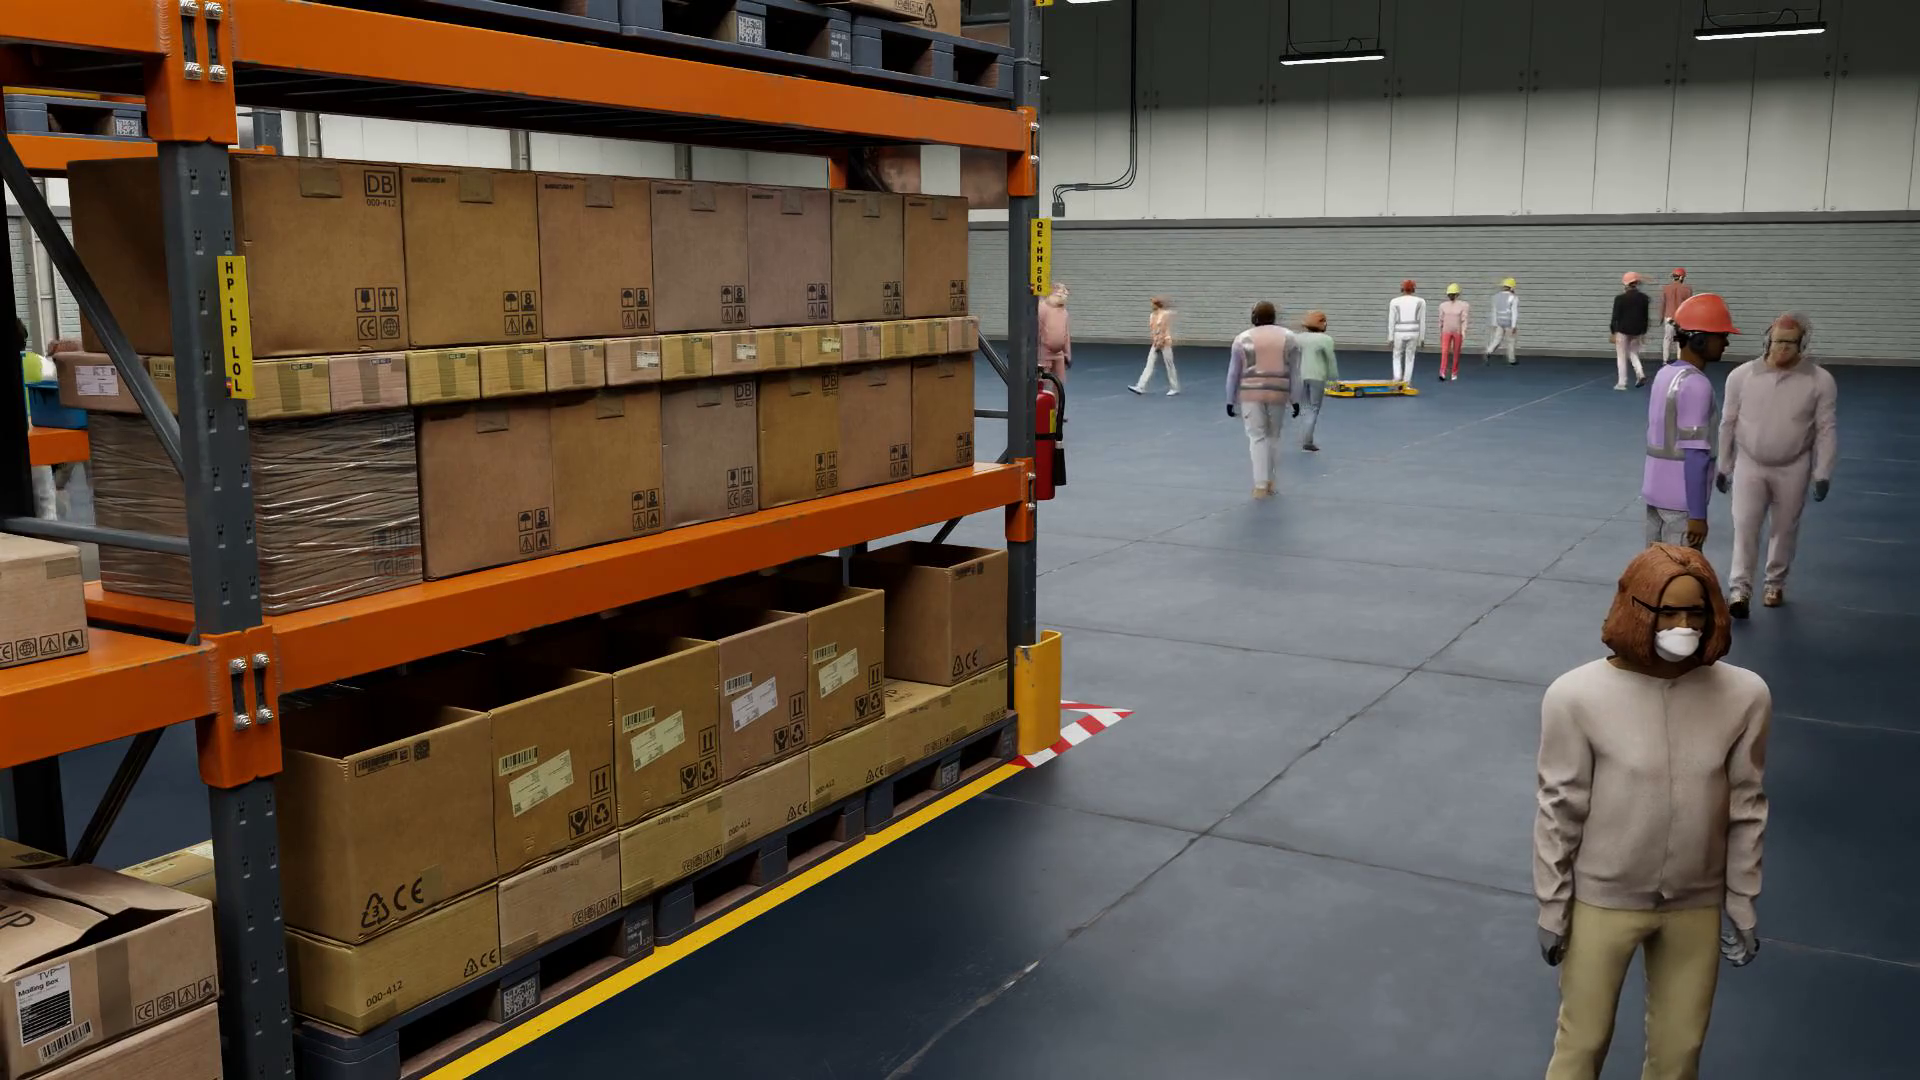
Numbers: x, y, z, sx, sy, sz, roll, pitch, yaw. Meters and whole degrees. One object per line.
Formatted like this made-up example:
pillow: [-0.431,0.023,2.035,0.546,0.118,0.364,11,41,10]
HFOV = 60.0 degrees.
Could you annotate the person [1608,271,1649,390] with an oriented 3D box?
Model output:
person: [11.129,-3.471,27.644,0.619,1.974,0.486,-2,10,-14]

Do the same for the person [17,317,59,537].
person: [-6.407,-0.589,11.264,0.432,1.818,0.681,7,12,34]

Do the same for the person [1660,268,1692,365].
person: [14.643,-4.566,34.023,0.611,1.990,0.392,8,12,38]

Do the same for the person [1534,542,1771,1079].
person: [1.502,0.804,3.653,0.493,1.624,0.280,0,10,-2]

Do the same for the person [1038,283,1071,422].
person: [1.206,-2.451,22.016,0.729,1.873,0.409,-9,13,-43]

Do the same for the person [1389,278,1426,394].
person: [7.210,-3.279,26.837,0.581,1.868,0.412,2,10,11]

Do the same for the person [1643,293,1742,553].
person: [3.630,-0.201,8.345,0.415,2.042,0.616,1,10,6]

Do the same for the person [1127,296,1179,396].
person: [3.122,-3.086,26.497,0.870,1.590,0.502,-5,11,-29]

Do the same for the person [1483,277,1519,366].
person: [10.961,-4.387,33.527,0.791,1.806,0.600,-6,11,-32]

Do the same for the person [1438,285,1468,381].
person: [8.782,-3.685,29.665,0.528,1.718,0.894,4,10,22]

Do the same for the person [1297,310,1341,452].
person: [4.075,-1.814,19.004,0.499,1.615,0.505,-7,12,-37]

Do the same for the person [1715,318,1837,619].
person: [5.036,-0.442,10.291,0.663,1.842,1.005,5,11,26]

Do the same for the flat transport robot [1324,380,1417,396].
flat transport robot: [6.501,-2.433,26.557,1.431,0.197,0.652,-3,10,-16]

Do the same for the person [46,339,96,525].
person: [-6.592,-0.679,12.344,0.652,1.616,0.526,6,11,30]

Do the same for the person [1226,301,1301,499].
person: [2.790,-1.312,15.487,0.658,1.807,0.847,-1,10,-3]
